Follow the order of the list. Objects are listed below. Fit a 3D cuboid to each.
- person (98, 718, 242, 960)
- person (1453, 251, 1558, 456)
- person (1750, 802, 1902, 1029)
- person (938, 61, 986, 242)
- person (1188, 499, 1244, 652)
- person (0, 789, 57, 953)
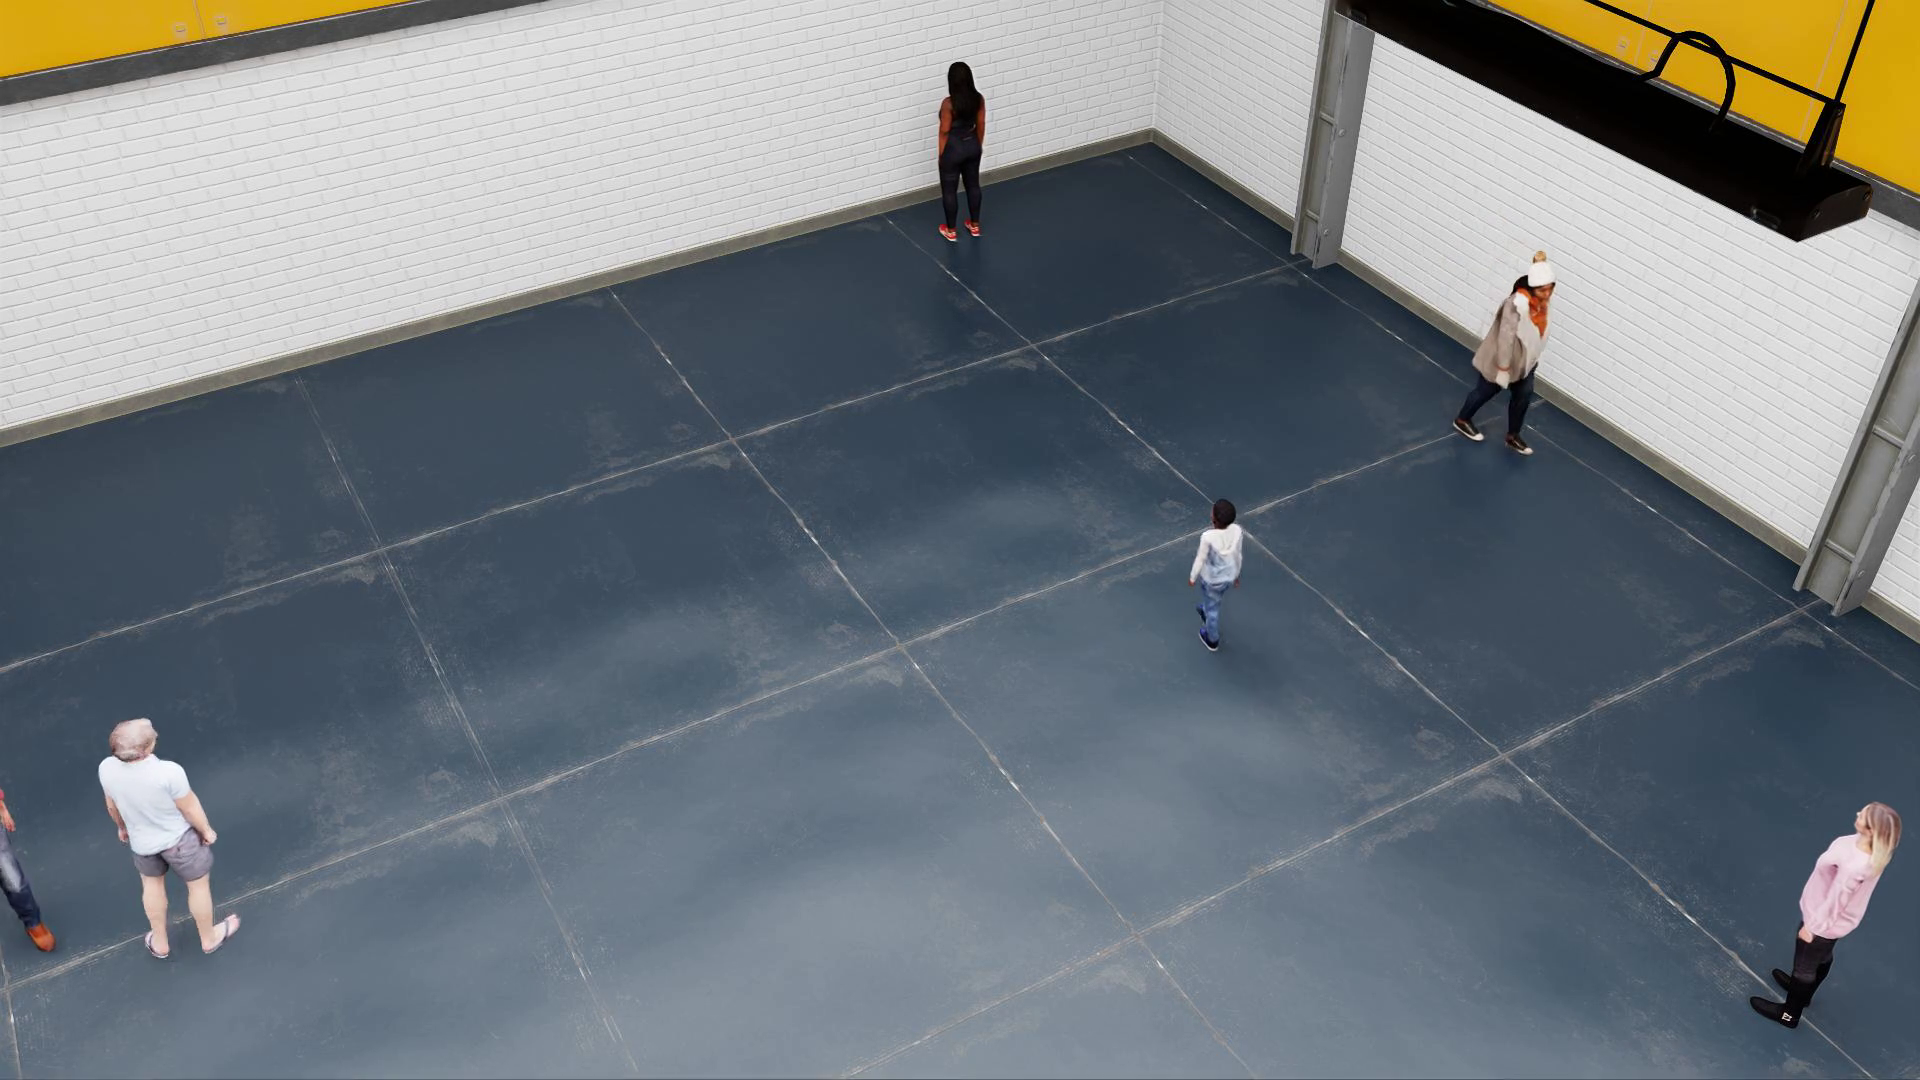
[{"bbox_3d":[-4.567,1.698,9.455,0.872,1.817,0.852,-3,39,-4],"label":"person"},{"bbox_3d":[4.421,-1.583,13.527,0.719,1.864,0.960,-28,46,-30],"label":"person"},{"bbox_3d":[4.788,2.049,9.119,0.648,1.688,0.608,-30,47,-32],"label":"person"},{"bbox_3d":[0.004,-3.829,16.378,0.634,1.815,0.588,-20,43,-23],"label":"person"},{"bbox_3d":[1.835,0.270,11.697,0.527,1.251,0.668,-16,41,-19],"label":"person"},{"bbox_3d":[-5.739,1.662,9.510,1.122,1.805,0.958,22,44,25],"label":"person"}]
